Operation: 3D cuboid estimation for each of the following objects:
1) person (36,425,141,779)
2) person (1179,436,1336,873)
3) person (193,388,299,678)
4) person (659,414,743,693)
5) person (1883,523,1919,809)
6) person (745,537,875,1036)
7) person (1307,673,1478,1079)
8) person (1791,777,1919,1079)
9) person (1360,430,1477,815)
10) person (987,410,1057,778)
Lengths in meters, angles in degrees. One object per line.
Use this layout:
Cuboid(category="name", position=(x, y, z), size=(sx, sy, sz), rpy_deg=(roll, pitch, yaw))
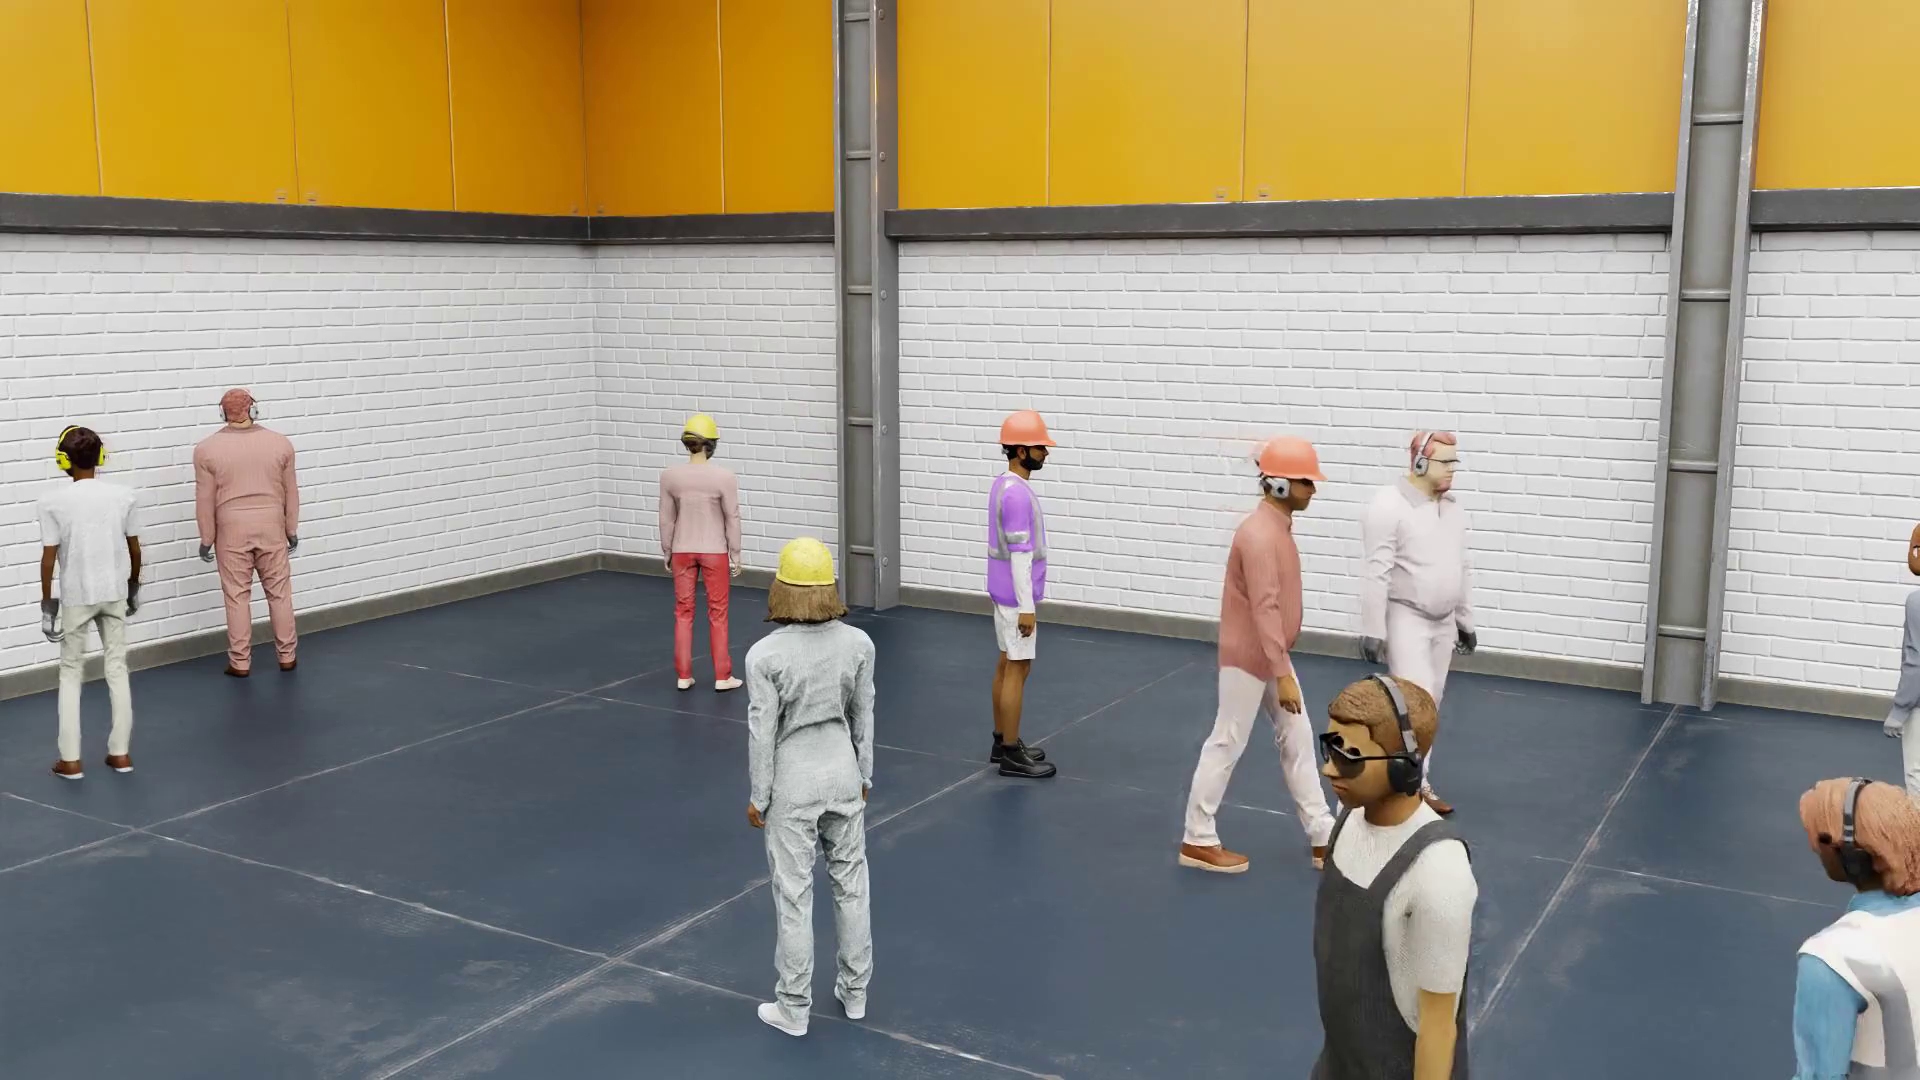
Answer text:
Cuboid(category="person", position=(-4.576, 0.324, 8.767), size=(0.532, 1.865, 0.397), rpy_deg=(-8, 12, -42))
Cuboid(category="person", position=(1.408, 0.529, 7.232), size=(0.954, 1.946, 0.619), rpy_deg=(4, 10, 24))
Cuboid(category="person", position=(-4.685, -0.048, 10.957), size=(0.637, 1.904, 0.403), rpy_deg=(-6, 11, -33))
Cuboid(category="person", position=(-1.634, 0.086, 10.547), size=(0.532, 1.765, 0.328), rpy_deg=(2, 9, 10))
Cuboid(category="person", position=(4.130, 0.709, 7.063), size=(0.498, 1.633, 0.278), rpy_deg=(-5, 10, -28))
Cuboid(category="person", position=(-0.526, 0.854, 5.818), size=(0.486, 1.744, 0.294), rpy_deg=(-6, 11, -31))
Cuboid(category="person", position=(0.880, 1.169, 3.568), size=(0.404, 1.828, 0.530), rpy_deg=(-2, 9, -10))
Cuboid(category="person", position=(1.965, 1.297, 3.437), size=(0.538, 1.612, 0.480), rpy_deg=(-4, 10, -26))
Cuboid(category="person", position=(2.258, 0.407, 8.111), size=(0.680, 1.893, 0.419), rpy_deg=(-7, 11, -36))
Cuboid(category="person", position=(0.327, 0.281, 8.789), size=(0.357, 1.937, 0.550), rpy_deg=(-1, 9, -7))
